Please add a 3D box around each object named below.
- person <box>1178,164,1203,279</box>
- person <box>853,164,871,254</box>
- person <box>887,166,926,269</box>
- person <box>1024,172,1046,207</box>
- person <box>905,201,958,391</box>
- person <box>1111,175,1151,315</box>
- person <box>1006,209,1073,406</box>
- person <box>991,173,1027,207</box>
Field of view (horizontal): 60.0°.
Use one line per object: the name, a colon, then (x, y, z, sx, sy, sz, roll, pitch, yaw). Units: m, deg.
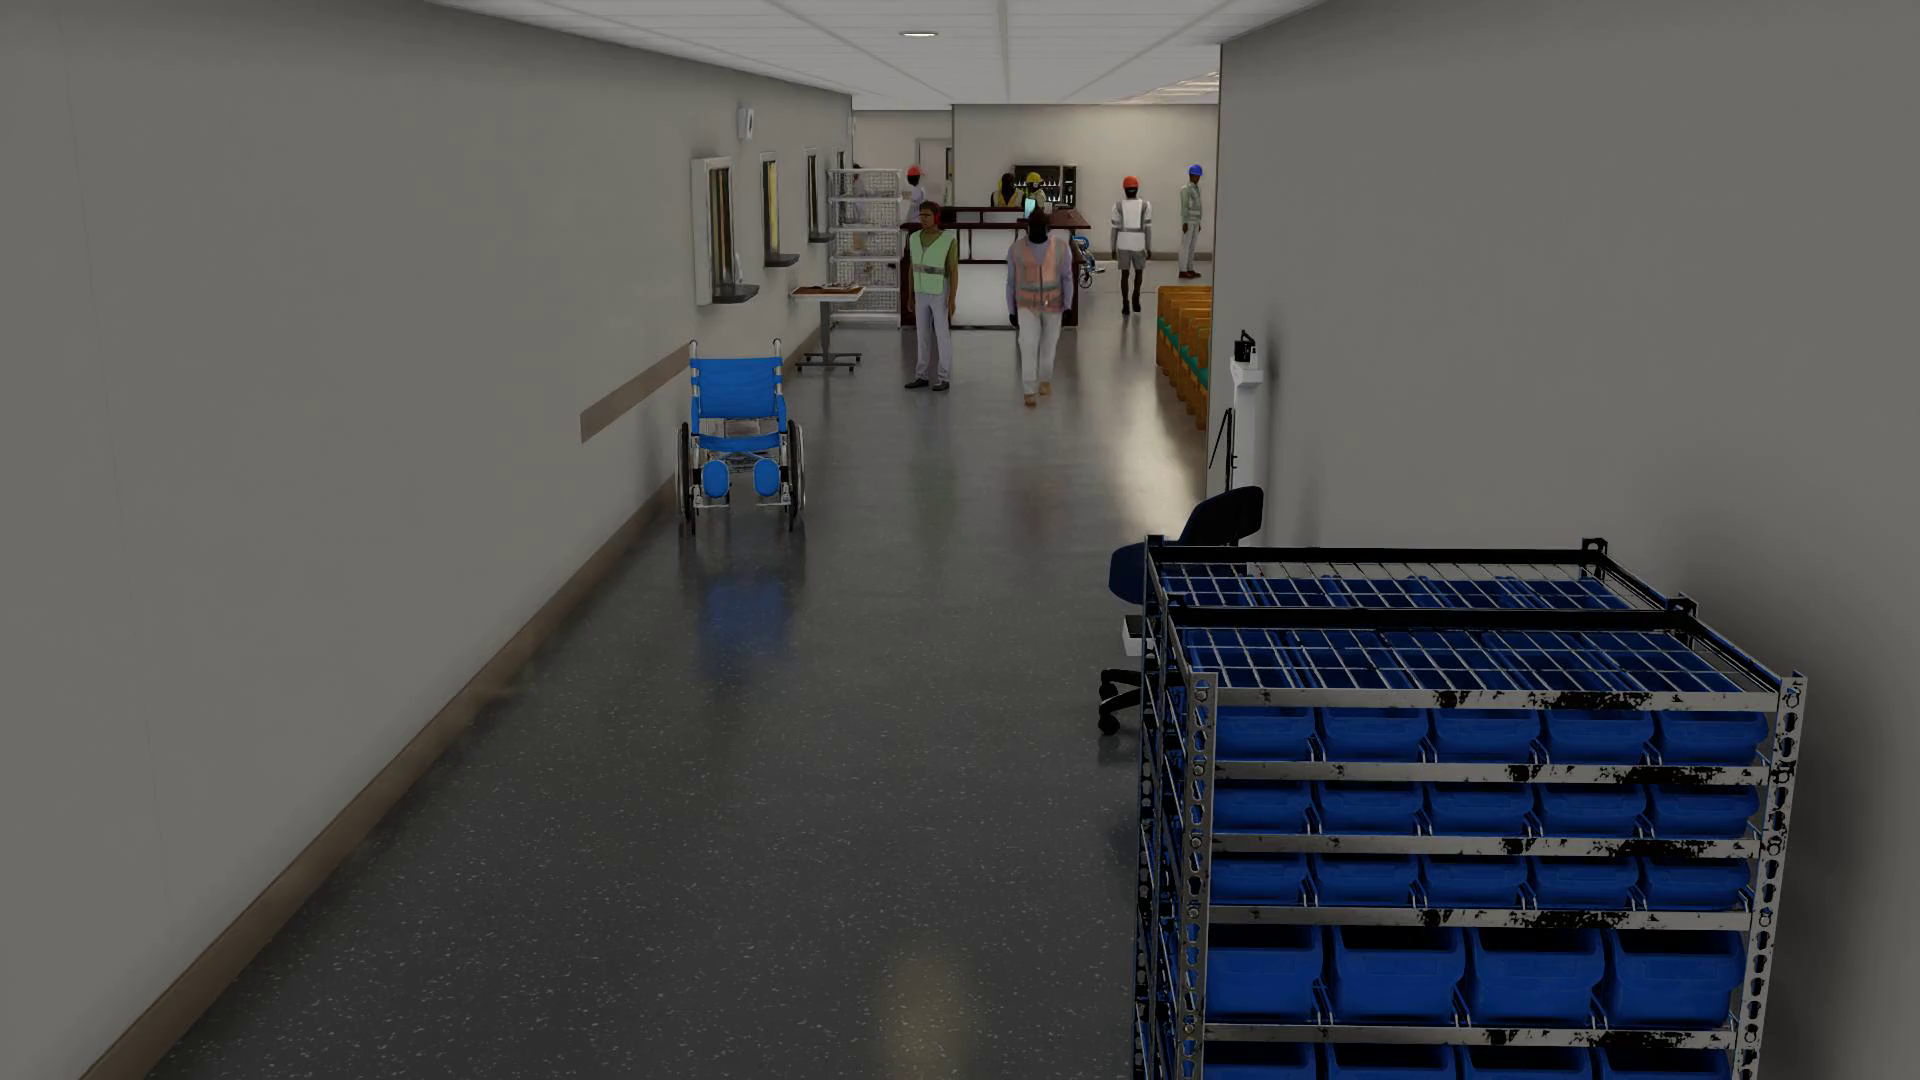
person: (4.007, -5.506, 28.770, 0.399, 1.943, 0.615, 9, 16, 31)
person: (-2.124, -6.826, 34.306, 0.477, 1.856, 0.544, -6, 15, -24)
person: (-0.787, -5.799, 30.095, 1.016, 1.882, 0.552, 0, 14, 0)
person: (1.277, -5.357, 28.431, 0.404, 1.820, 0.594, -2, 14, -6)
person: (-0.263, -2.396, 16.351, 0.564, 1.847, 0.396, 10, 17, 35)
person: (2.368, -4.092, 23.085, 0.565, 1.918, 0.408, 1, 14, 5)
person: (0.746, -2.209, 15.687, 0.623, 1.809, 0.885, 0, 14, -2)
person: (0.784, -5.059, 27.180, 0.624, 1.841, 0.430, 3, 14, 11)
